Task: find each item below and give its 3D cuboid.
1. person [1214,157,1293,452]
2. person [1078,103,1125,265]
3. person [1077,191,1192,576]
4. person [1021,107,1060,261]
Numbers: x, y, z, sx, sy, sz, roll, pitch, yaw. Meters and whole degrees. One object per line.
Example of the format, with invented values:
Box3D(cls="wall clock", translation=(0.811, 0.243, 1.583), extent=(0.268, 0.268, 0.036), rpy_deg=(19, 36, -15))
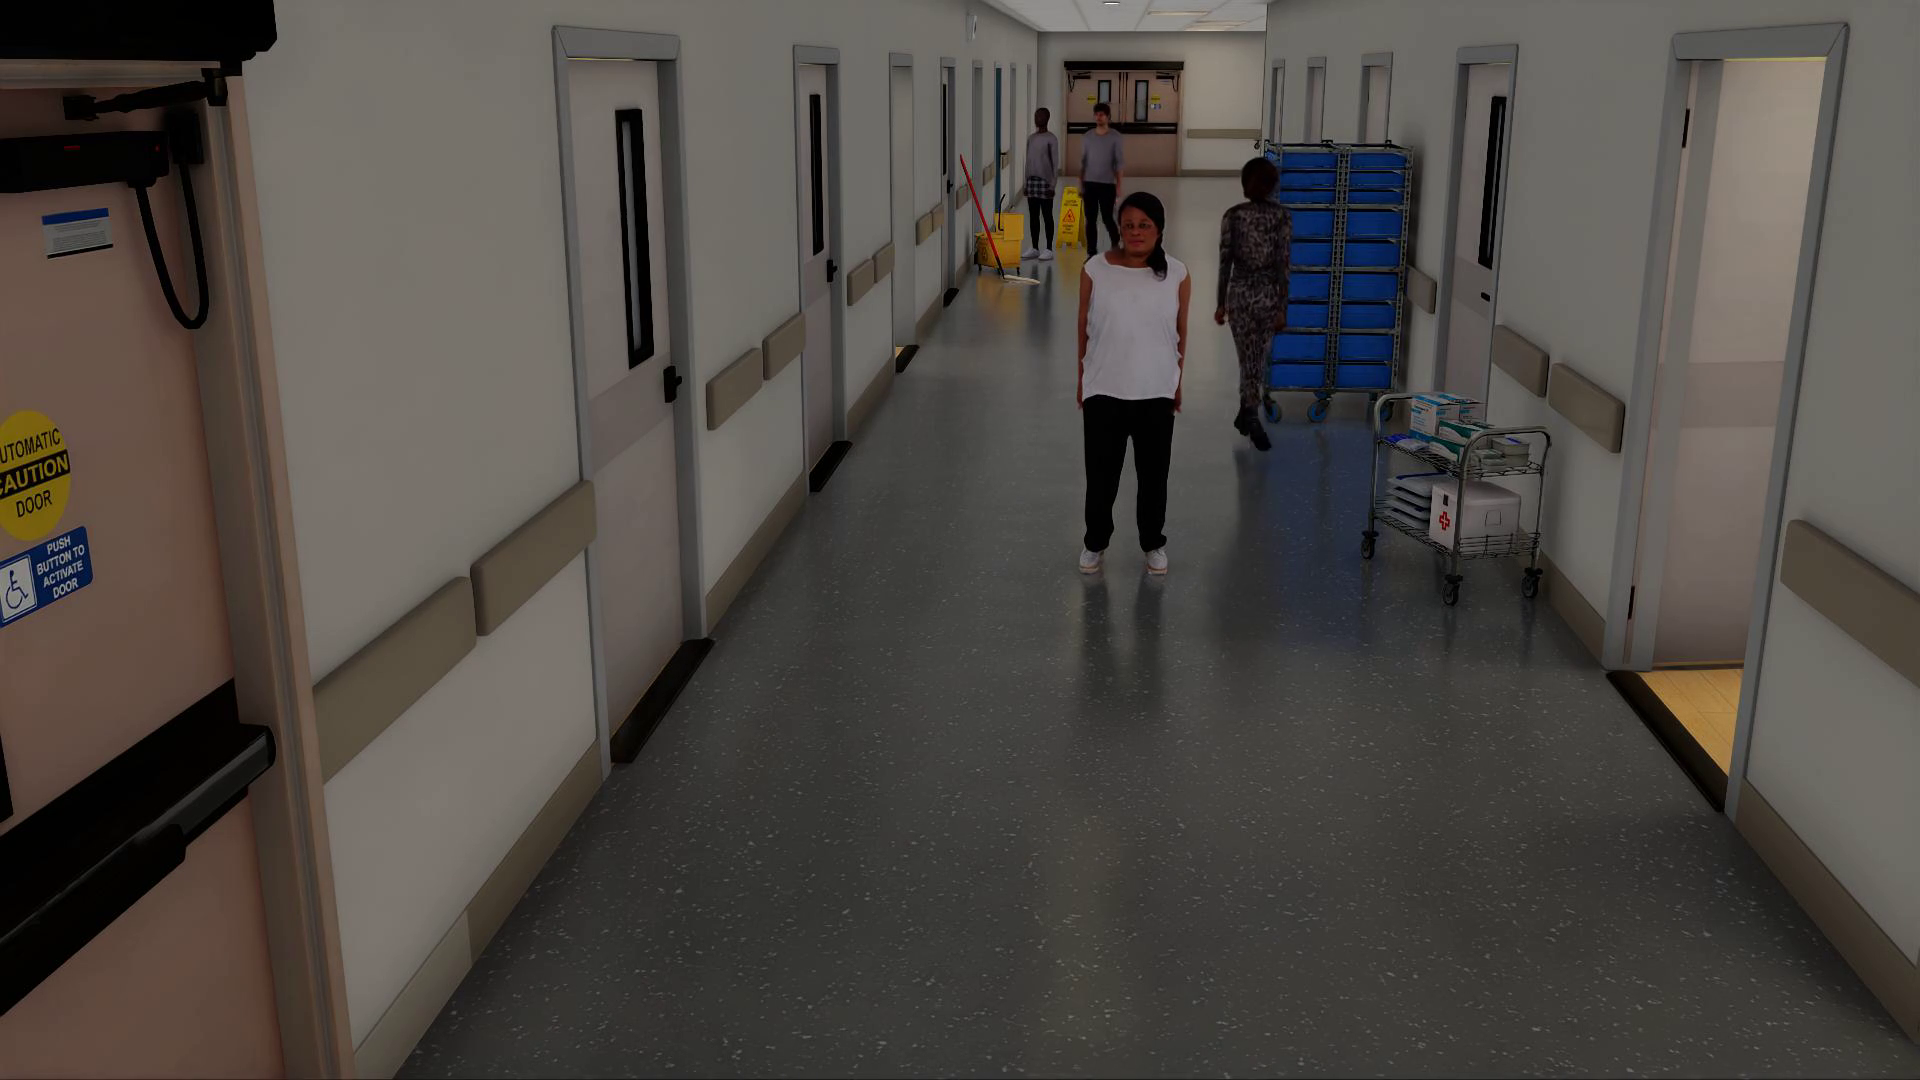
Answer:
Box3D(cls="person", translation=(1.725, -1.311, 9.630), extent=(0.585, 1.658, 1.193), rpy_deg=(1, 16, 5))
Box3D(cls="person", translation=(1.641, -4.067, 19.092), extent=(0.828, 1.827, 0.921), rpy_deg=(8, 18, 26))
Box3D(cls="person", translation=(0.766, -0.693, 7.382), extent=(0.638, 1.688, 0.583), rpy_deg=(2, 16, 6))
Box3D(cls="person", translation=(0.974, -4.241, 19.810), extent=(0.699, 1.772, 0.726), rpy_deg=(14, 21, 40))
